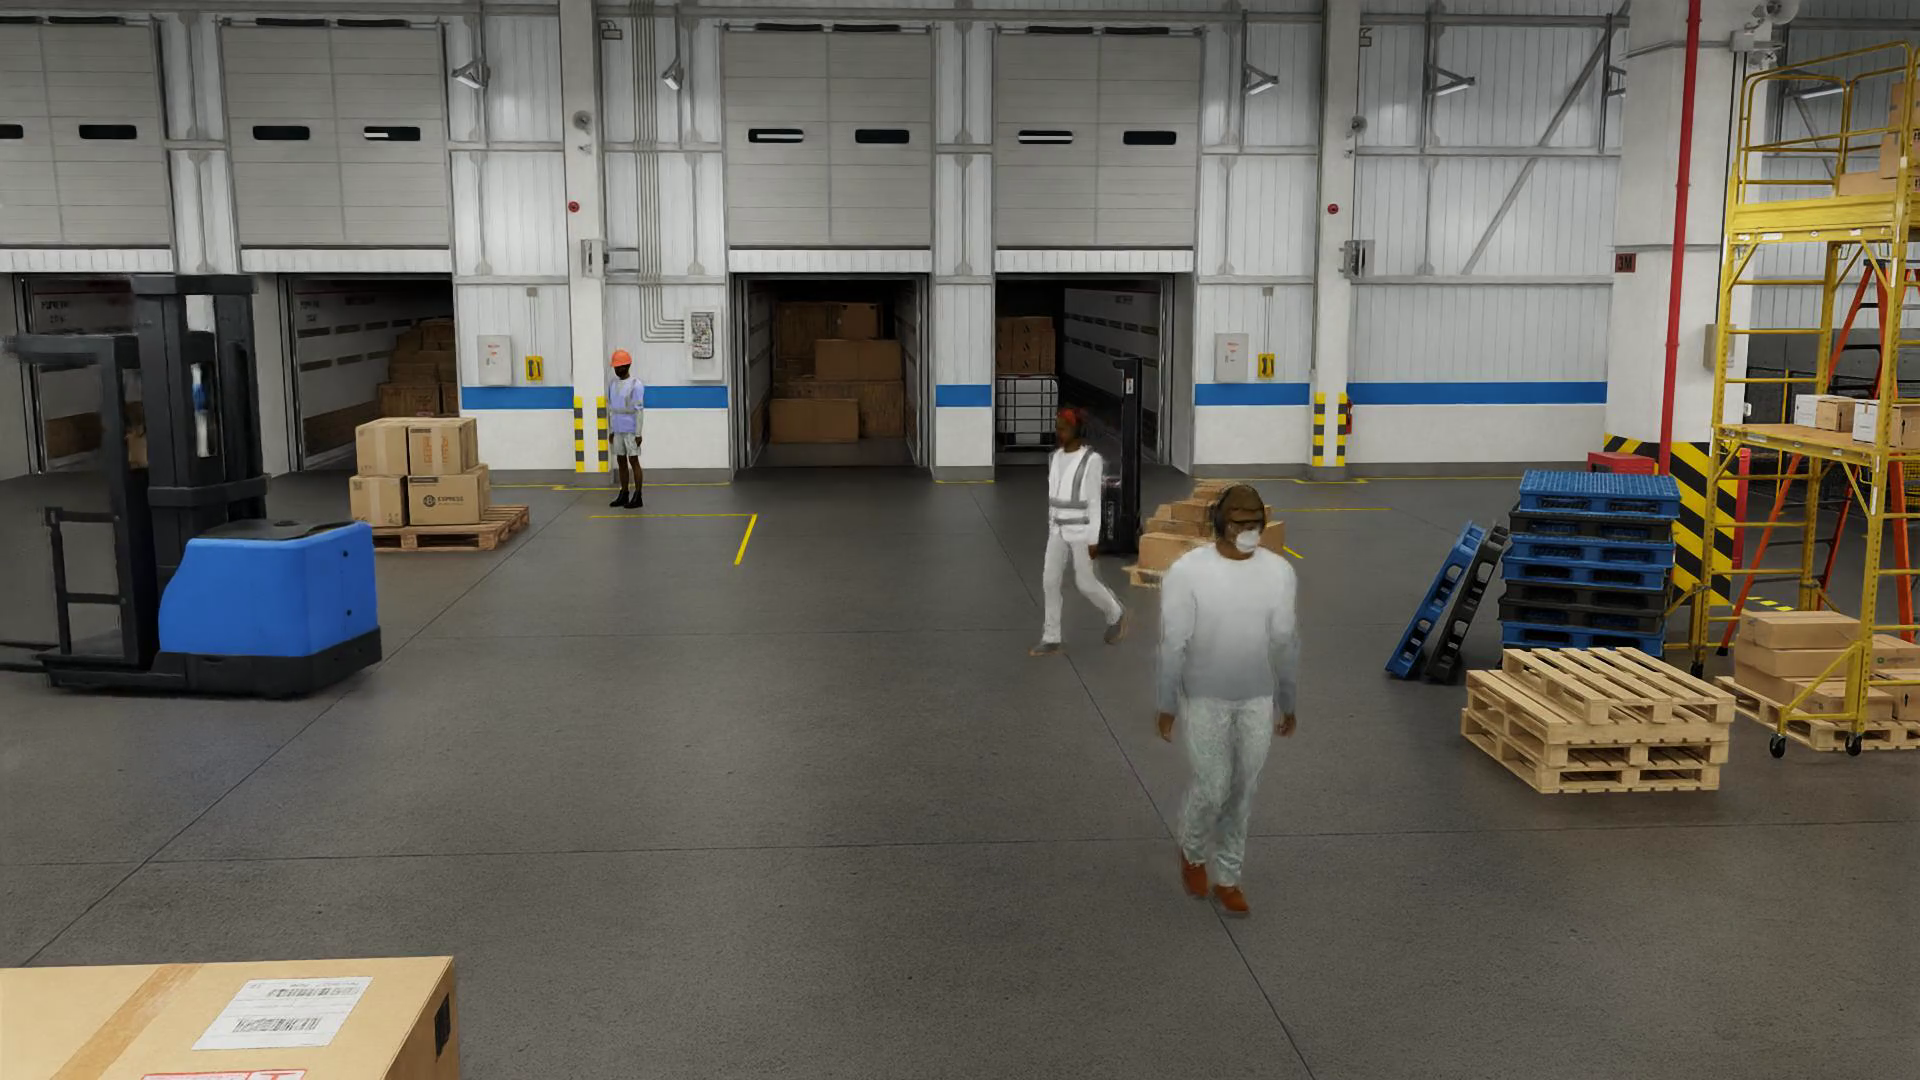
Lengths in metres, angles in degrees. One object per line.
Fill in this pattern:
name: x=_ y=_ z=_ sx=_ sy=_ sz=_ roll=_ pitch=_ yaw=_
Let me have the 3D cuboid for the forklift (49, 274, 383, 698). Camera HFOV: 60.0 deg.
forklift: x=-5.124 y=-0.422 z=11.397 sx=1.873 sy=2.768 sz=1.129 roll=2 pitch=9 yaw=10

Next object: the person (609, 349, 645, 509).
person: x=-4.067 y=-1.342 z=20.167 sx=0.543 sy=1.929 sz=0.384 roll=7 pitch=11 yaw=35

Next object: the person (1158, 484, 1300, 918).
person: x=1.193 y=0.710 z=7.275 sx=0.651 sy=1.923 sz=0.432 roll=-3 pitch=9 yaw=-17

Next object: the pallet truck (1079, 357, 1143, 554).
pallet truck: x=2.088 y=-0.836 z=16.757 sx=1.885 sy=1.965 sz=0.823 roll=2 pitch=9 yaw=13

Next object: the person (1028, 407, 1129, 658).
person: x=0.889 y=-0.069 z=12.393 sx=0.839 sy=1.857 sz=0.583 roll=-7 pitch=12 yaw=-38
